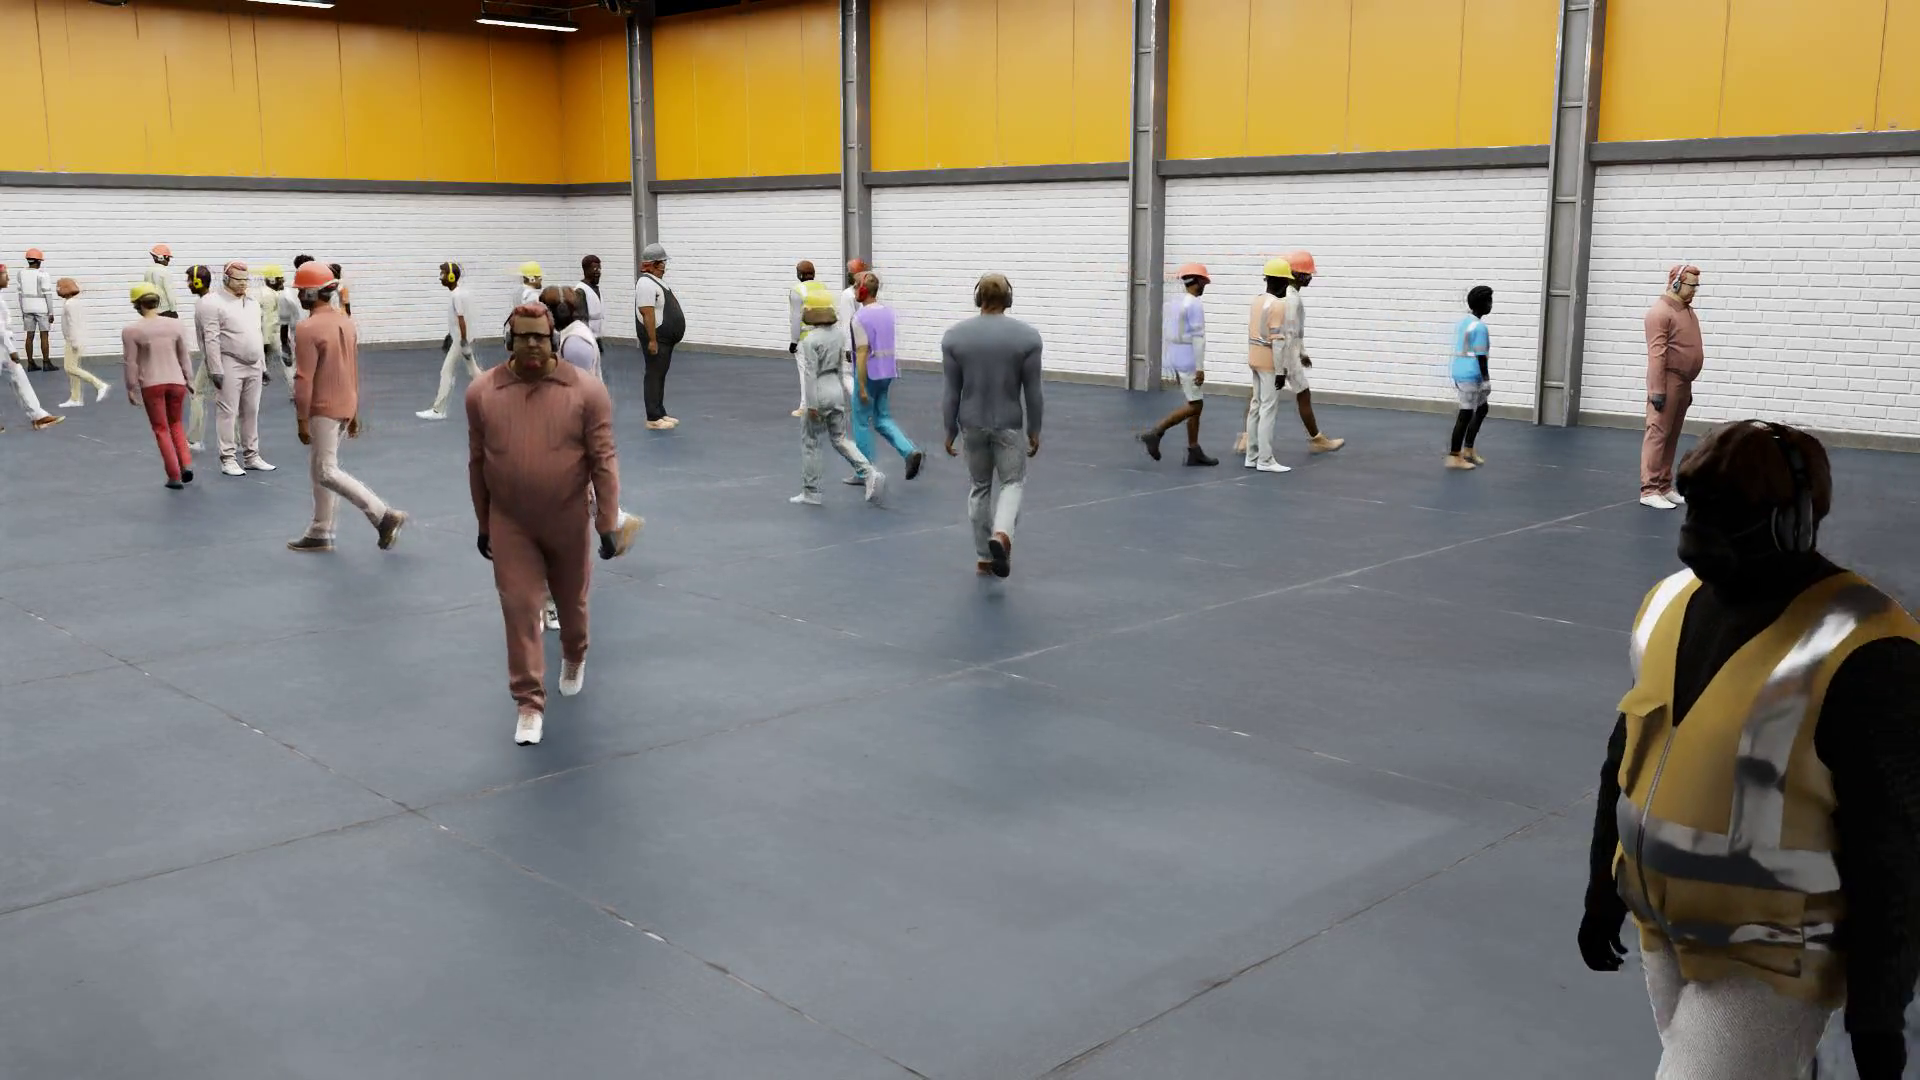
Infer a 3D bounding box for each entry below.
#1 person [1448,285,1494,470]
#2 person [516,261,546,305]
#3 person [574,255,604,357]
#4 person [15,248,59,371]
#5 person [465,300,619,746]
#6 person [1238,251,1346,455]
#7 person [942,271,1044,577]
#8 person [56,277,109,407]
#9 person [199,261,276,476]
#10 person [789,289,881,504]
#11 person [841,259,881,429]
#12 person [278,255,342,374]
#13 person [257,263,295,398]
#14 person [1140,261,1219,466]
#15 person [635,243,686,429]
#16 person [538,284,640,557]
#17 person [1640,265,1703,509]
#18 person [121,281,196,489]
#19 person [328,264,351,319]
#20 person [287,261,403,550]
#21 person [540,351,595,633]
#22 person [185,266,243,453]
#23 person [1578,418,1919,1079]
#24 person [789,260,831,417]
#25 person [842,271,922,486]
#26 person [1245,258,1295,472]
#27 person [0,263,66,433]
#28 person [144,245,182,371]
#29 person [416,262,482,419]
[{"bbox_3d":[4.689,-1.465,15.096,0.506,1.675,0.565,0,10,3],"label":"person"},{"bbox_3d":[-5.254,-2.495,20.361,0.495,1.817,0.597,-5,11,-25],"label":"person"},{"bbox_3d":[-4.118,-2.196,18.459,0.383,1.916,0.591,1,10,4],"label":"person"},{"bbox_3d":[-14.499,-3.612,26.151,0.538,1.929,0.382,0,10,2],"label":"person"},{"bbox_3d":[-1.820,-0.123,7.317,0.646,1.867,0.967,-1,10,-7],"label":"person"},{"bbox_3d":[3.199,-1.782,16.054,1.068,1.974,0.602,-1,10,-4],"label":"person"},{"bbox_3d":[0.193,-0.686,10.231,0.632,1.924,0.671,1,10,8],"label":"person"},{"bbox_3d":[-10.997,-2.463,20.732,0.507,1.612,0.515,-4,11,-22],"label":"person"},{"bbox_3d":[-6.450,-1.537,14.914,0.404,1.901,0.636,4,11,22],"label":"person"},{"bbox_3d":[-1.003,-1.111,13.104,0.722,1.720,0.490,8,13,36],"label":"person"},{"bbox_3d":[-1.092,-2.145,18.309,0.422,1.874,0.592,10,14,43],"label":"person"},{"bbox_3d":[-6.780,-2.018,17.469,0.621,1.916,0.943,-6,12,-31],"label":"person"},{"bbox_3d":[-8.709,-2.583,20.944,0.946,1.792,0.585,-6,12,-28],"label":"person"},{"bbox_3d":[2.038,-1.617,15.339,0.663,1.903,0.588,-1,10,-4],"label":"person"},{"bbox_3d":[-3.317,-2.260,18.466,0.539,2.000,0.688,0,10,-1],"label":"person"},{"bbox_3d":[-2.446,-0.723,10.678,0.582,1.827,0.641,-5,11,-24],"label":"person"},{"bbox_3d":[5.617,-1.205,13.094,0.409,1.904,0.639,9,14,42],"label":"person"},{"bbox_3d":[-6.738,-1.295,13.995,0.425,1.738,0.545,9,14,40],"label":"person"},{"bbox_3d":[-9.602,-3.399,25.614,0.540,1.695,0.317,3,11,16],"label":"person"},{"bbox_3d":[-4.154,-0.867,11.081,0.852,1.969,0.622,2,11,10],"label":"person"},{"bbox_3d":[-2.216,-0.297,8.895,0.522,1.614,0.468,-5,12,-26],"label":"person"},{"bbox_3d":[-7.423,-1.758,16.308,0.872,1.826,0.497,2,11,9],"label":"person"},{"bbox_3d":[1.299,0.702,2.890,0.578,1.824,0.663,-2,11,-12],"label":"person"},{"bbox_3d":[-1.793,-2.369,19.618,0.430,1.841,0.624,8,13,36],"label":"person"},{"bbox_3d":[-0.683,-1.352,14.074,0.632,1.834,0.567,7,12,33],"label":"person"},{"bbox_3d":[2.808,-1.578,15.066,0.382,1.923,0.591,-2,11,-12],"label":"person"},{"bbox_3d":[-10.260,-2.070,17.975,0.967,1.837,0.589,-5,11,-23],"label":"person"},{"bbox_3d":[-12.104,-3.485,25.293,0.608,1.988,0.392,6,12,30],"label":"person"},{"bbox_3d":[-5.824,-2.306,19.347,0.971,1.819,0.517,-1,10,-8],"label":"person"}]
